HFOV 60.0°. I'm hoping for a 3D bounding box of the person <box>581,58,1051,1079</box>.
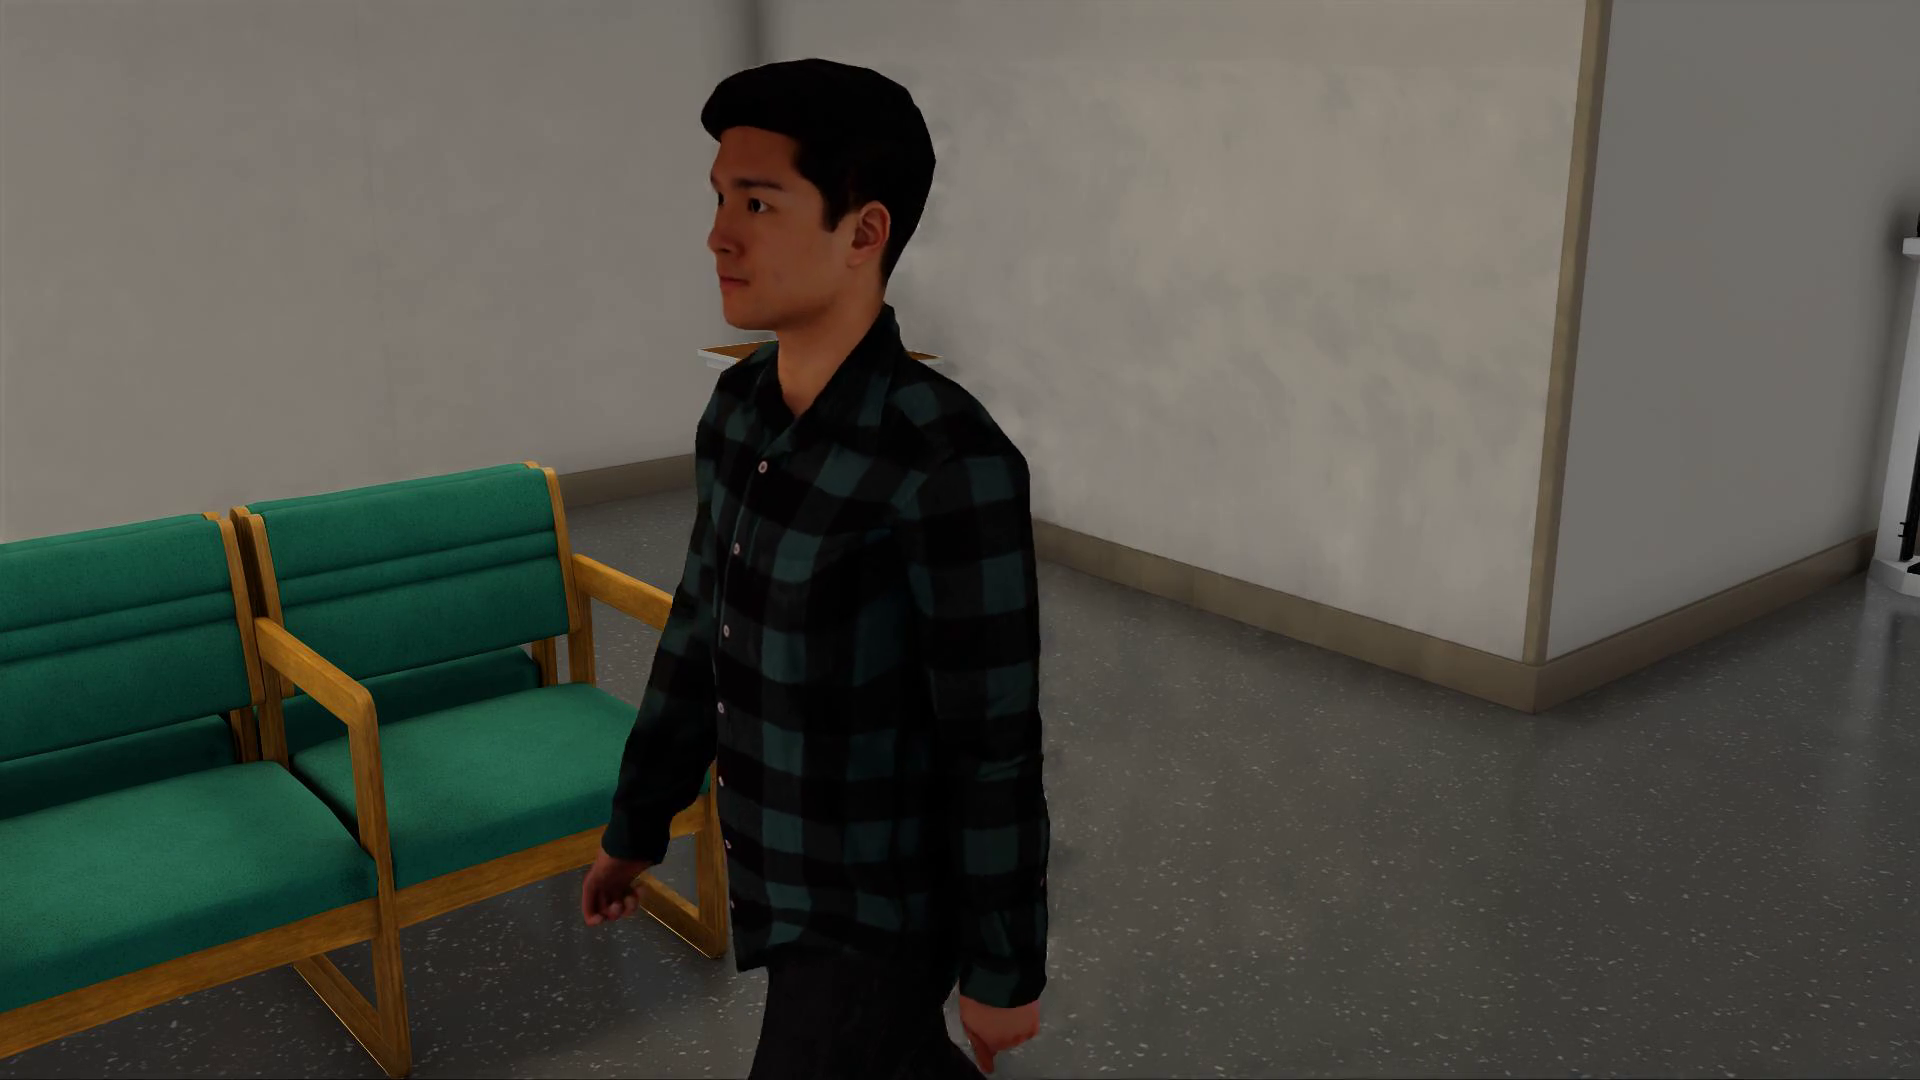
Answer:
[{"bbox_3d":[-0.071,0.357,1.874,0.860,1.678,1.111,-9,18,-28],"label":"person"}]
